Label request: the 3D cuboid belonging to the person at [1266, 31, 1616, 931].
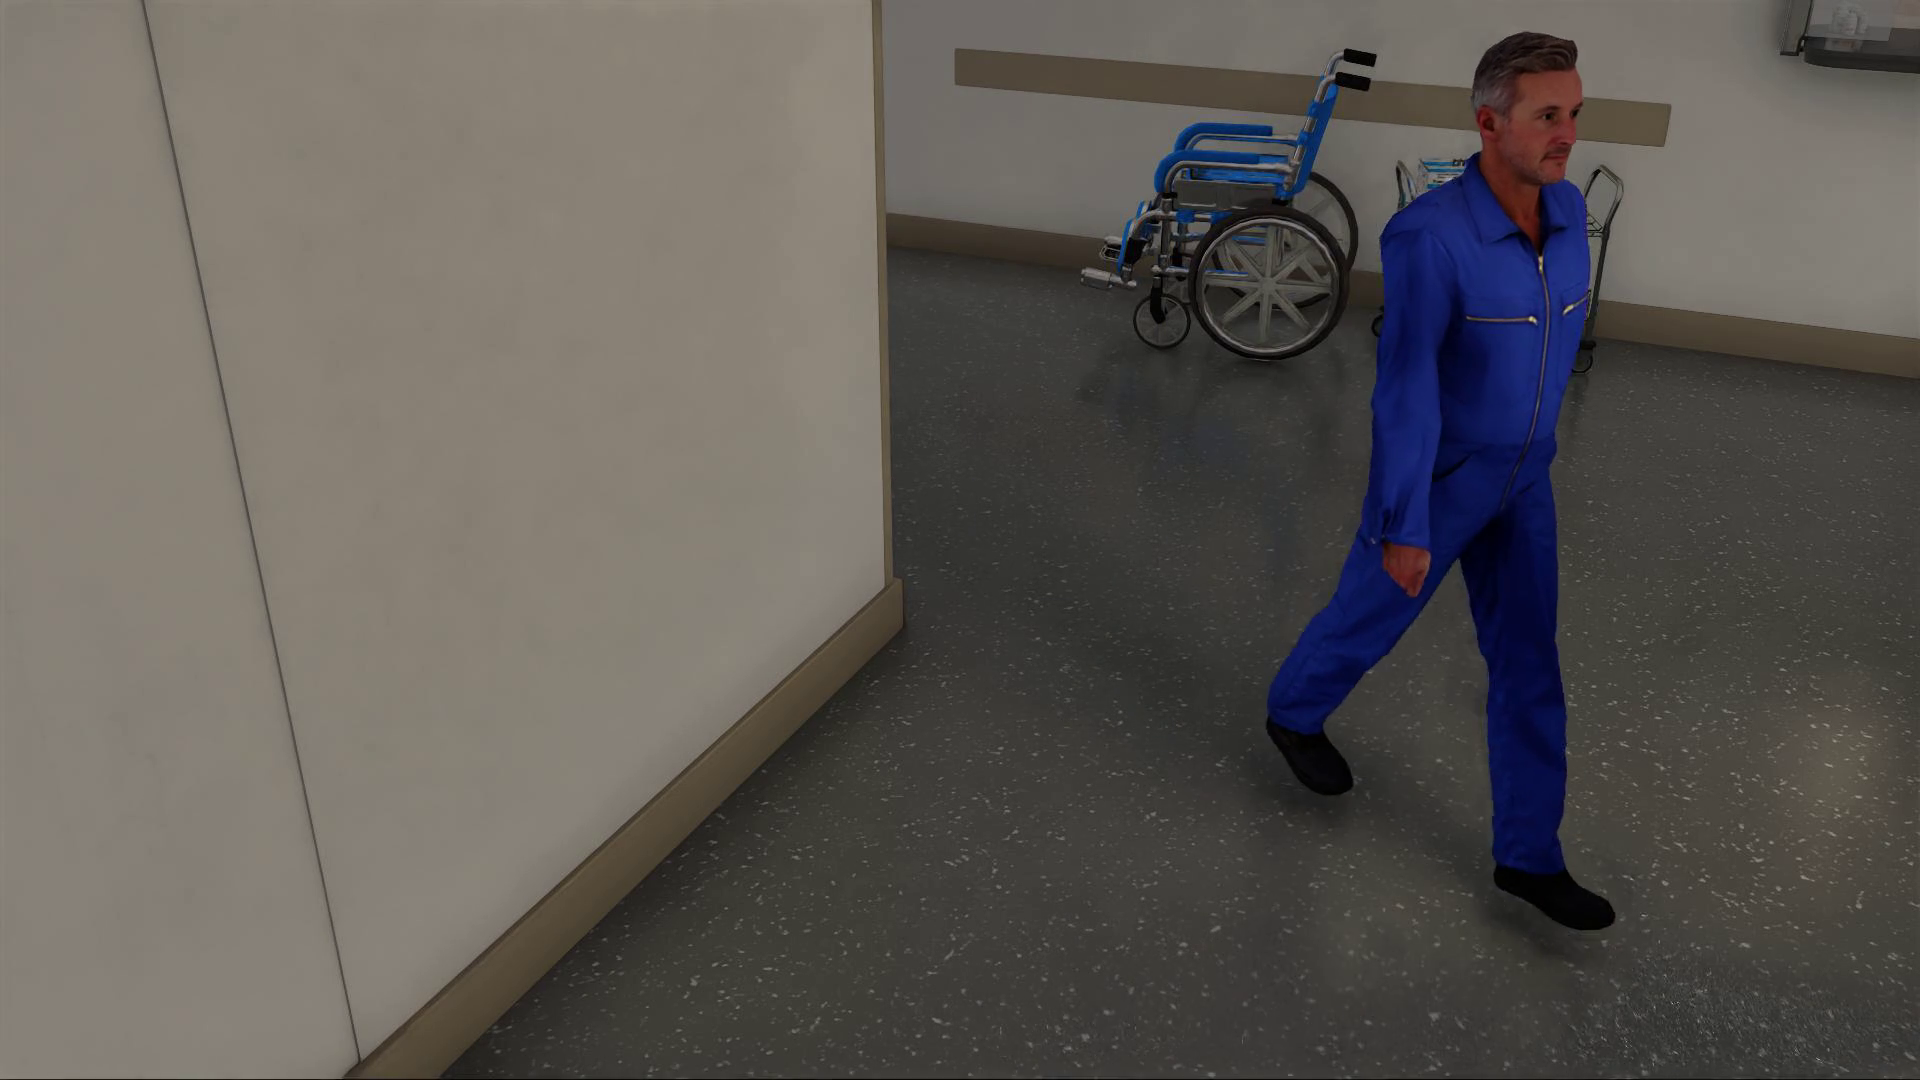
[{"bbox_3d":[0.981,-0.126,3.519,1.271,1.778,1.248,-14,29,-26],"label":"person"}]
